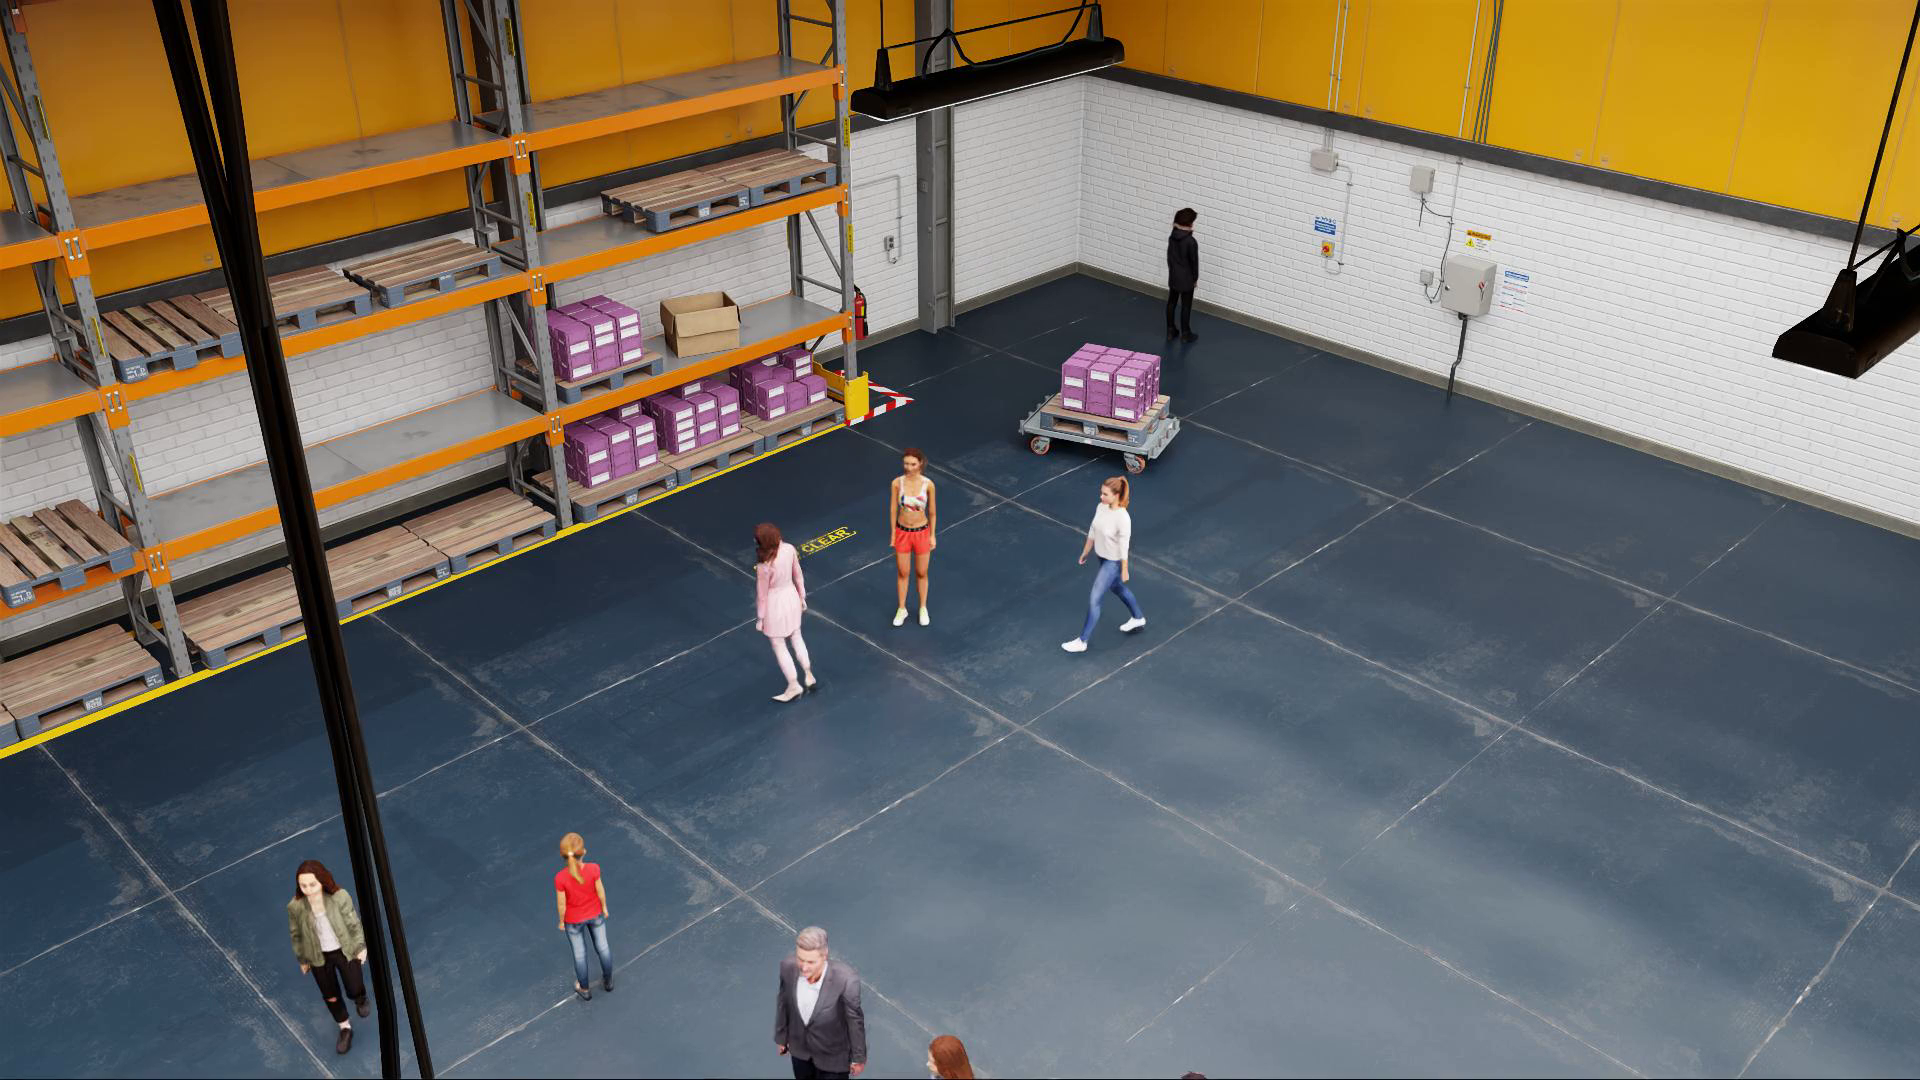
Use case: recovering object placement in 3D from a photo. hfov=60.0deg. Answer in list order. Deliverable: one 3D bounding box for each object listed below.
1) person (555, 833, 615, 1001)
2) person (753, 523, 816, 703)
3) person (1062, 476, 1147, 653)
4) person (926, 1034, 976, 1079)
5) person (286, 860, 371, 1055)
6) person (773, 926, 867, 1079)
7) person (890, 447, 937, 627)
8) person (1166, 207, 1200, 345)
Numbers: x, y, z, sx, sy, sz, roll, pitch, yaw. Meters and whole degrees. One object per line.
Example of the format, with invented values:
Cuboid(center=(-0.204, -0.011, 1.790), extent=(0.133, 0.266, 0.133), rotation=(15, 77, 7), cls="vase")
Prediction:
Cuboid(center=(-2.512, 2.515, 11.117), extent=(0.514, 1.309, 0.609), rotation=(-13, 31, -22), cls="person")
Cuboid(center=(-1.477, 0.604, 14.135), extent=(0.502, 1.773, 0.822), rotation=(-22, 35, -34), cls="person")
Cuboid(center=(1.429, 0.190, 14.996), extent=(1.232, 1.675, 0.942), rotation=(-10, 30, -18), cls="person")
Cuboid(center=(0.050, 3.336, 9.220), extent=(0.874, 1.684, 0.731), rotation=(-13, 31, -23), cls="person")
Cuboid(center=(-4.045, 2.626, 10.748), extent=(0.758, 1.467, 0.814), rotation=(-6, 29, -11), cls="person")
Cuboid(center=(-0.779, 2.938, 9.804), extent=(0.854, 1.824, 0.819), rotation=(14, 31, 23), cls="person")
Cuboid(center=(-0.431, -0.044, 15.305), extent=(0.680, 1.791, 0.731), rotation=(2, 29, 4), cls="person")
Cuboid(center=(2.873, -3.425, 21.515), extent=(0.612, 1.779, 0.571), rotation=(25, 37, 37), cls="person")
